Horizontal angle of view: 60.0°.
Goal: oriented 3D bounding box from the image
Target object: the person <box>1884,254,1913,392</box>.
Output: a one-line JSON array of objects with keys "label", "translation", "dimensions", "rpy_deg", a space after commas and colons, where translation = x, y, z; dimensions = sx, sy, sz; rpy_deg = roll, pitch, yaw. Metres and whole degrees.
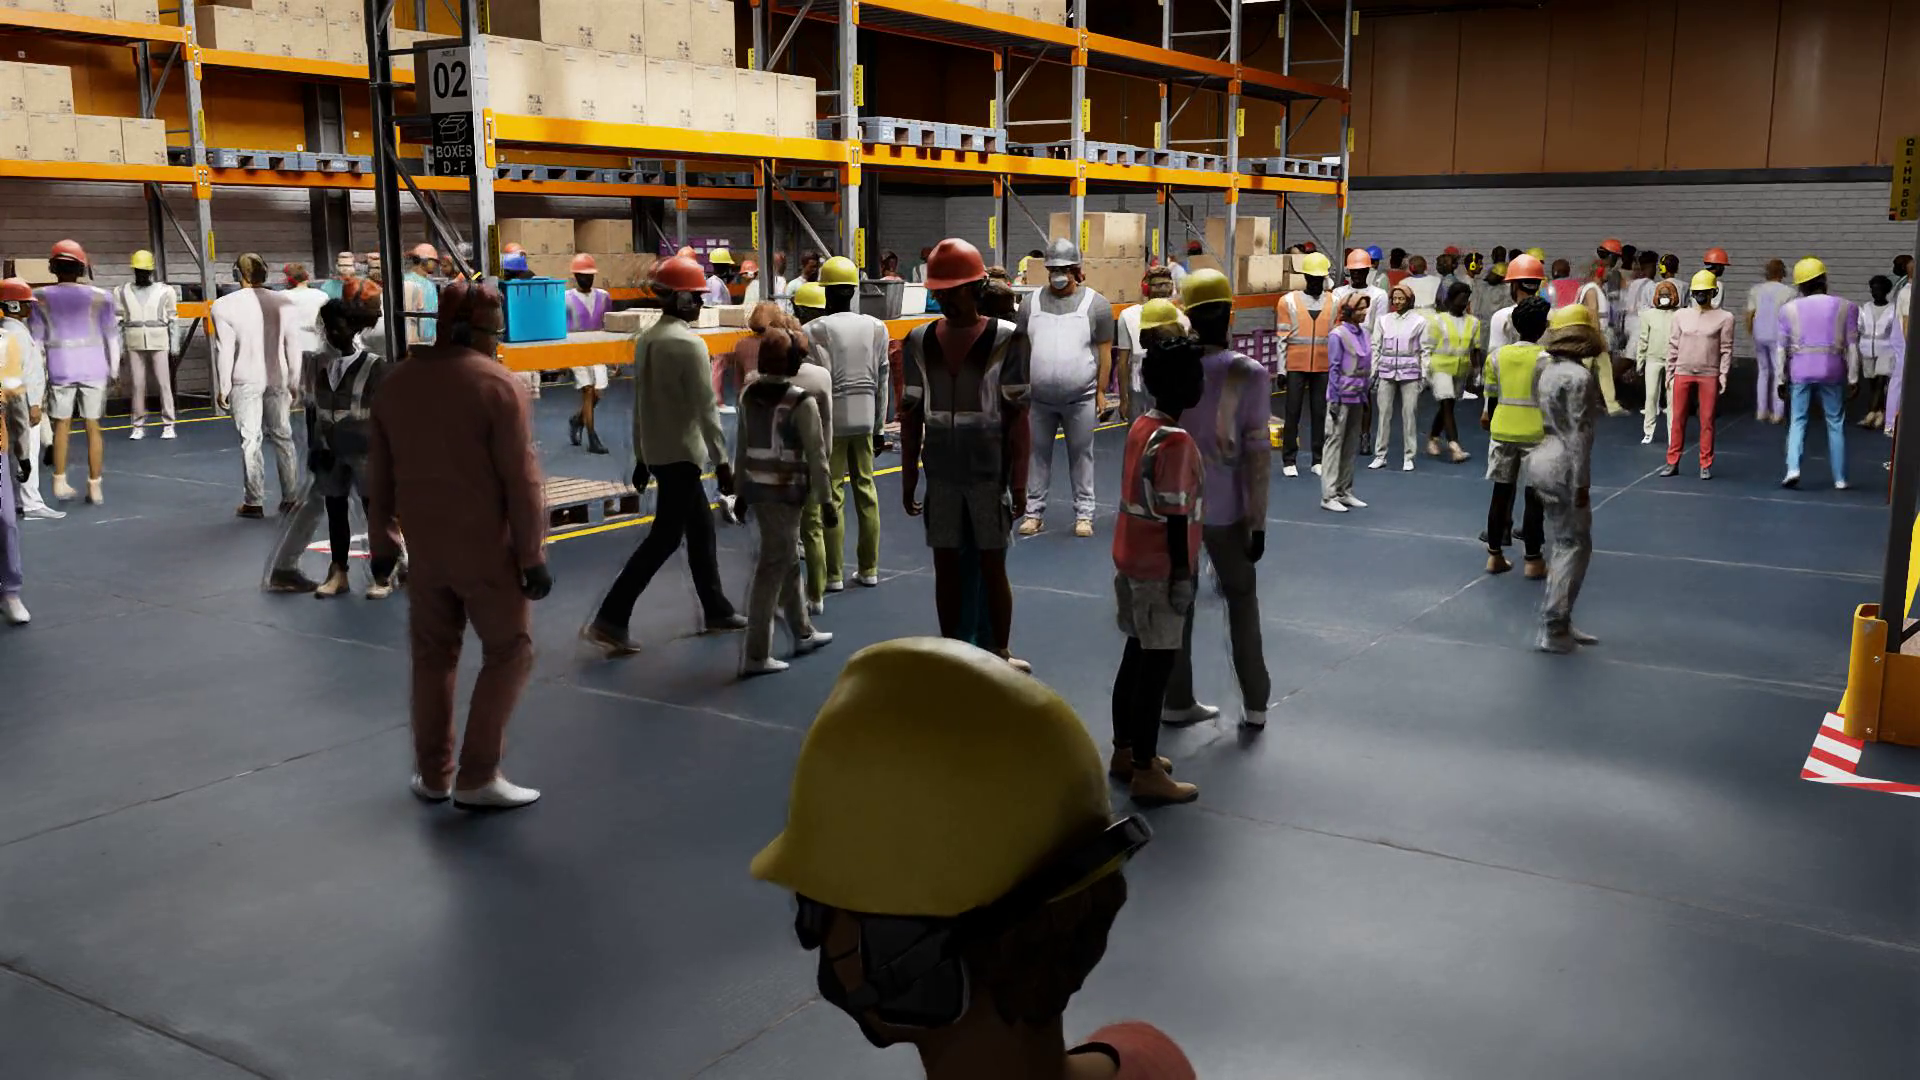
[{"label": "person", "translation": [12.617, -2.902, 22.302], "dimensions": [0.429, 1.830, 0.639], "rpy_deg": [4, 11, 19]}]

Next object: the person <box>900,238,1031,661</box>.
[{"label": "person", "translation": [0.007, -0.295, 7.316], "dimensions": [0.612, 2.029, 0.407], "rpy_deg": [4, 11, 21]}]

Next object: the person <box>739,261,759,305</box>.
[{"label": "person", "translation": [-2.887, -3.009, 23.145], "dimensions": [0.365, 1.738, 0.569], "rpy_deg": [-2, 10, -11]}]

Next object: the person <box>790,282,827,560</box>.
[{"label": "person", "translation": [-0.959, -0.754, 10.601], "dimensions": [0.339, 1.761, 0.524], "rpy_deg": [3, 11, 17]}]

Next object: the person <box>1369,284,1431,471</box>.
[{"label": "person", "translation": [3.867, -1.425, 14.639], "dimensions": [0.520, 1.639, 0.312], "rpy_deg": [6, 12, 29]}]

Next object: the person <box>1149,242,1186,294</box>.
[{"label": "person", "translation": [3.161, -3.706, 26.167], "dimensions": [0.785, 2.000, 0.711], "rpy_deg": [-10, 14, -43]}]

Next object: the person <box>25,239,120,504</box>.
[{"label": "person", "translation": [-6.787, -1.284, 12.784], "dimensions": [0.630, 2.023, 0.534], "rpy_deg": [-4, 11, -23]}]

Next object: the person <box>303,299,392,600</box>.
[{"label": "person", "translation": [-3.451, -0.507, 9.394], "dimensions": [0.538, 1.697, 0.317], "rpy_deg": [2, 10, 9]}]

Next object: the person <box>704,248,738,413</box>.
[{"label": "person", "translation": [-2.808, -2.449, 19.514], "dimensions": [0.367, 1.926, 0.594], "rpy_deg": [-2, 10, -12]}]

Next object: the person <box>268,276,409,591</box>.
[{"label": "person", "translation": [-3.550, -0.599, 9.580], "dimensions": [0.996, 1.827, 0.613], "rpy_deg": [-4, 11, -19]}]

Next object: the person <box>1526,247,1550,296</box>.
[{"label": "person", "translation": [7.451, -2.827, 21.608], "dimensions": [0.382, 1.924, 0.594], "rpy_deg": [1, 10, 4]}]

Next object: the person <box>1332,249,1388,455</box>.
[{"label": "person", "translation": [3.731, -1.761, 15.672], "dimensions": [0.548, 1.937, 0.358], "rpy_deg": [3, 11, 18]}]

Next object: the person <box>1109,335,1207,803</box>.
[{"label": "person", "translation": [0.725, 0.102, 6.049], "dimensions": [0.322, 1.690, 0.532], "rpy_deg": [-2, 10, -9]}]

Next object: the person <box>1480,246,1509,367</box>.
[{"label": "person", "translation": [8.582, -3.707, 26.487], "dimensions": [0.625, 1.933, 0.374], "rpy_deg": [-7, 13, -36]}]

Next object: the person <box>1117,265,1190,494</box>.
[{"label": "person", "translation": [1.366, -1.018, 11.809], "dimensions": [0.563, 1.847, 0.388], "rpy_deg": [-4, 11, -22]}]

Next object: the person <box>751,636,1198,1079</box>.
[{"label": "person", "translation": [0.007, 0.937, 1.227], "dimensions": [0.340, 1.760, 0.527], "rpy_deg": [6, 12, 30]}]

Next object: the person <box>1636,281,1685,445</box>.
[{"label": "person", "translation": [6.965, -1.749, 16.482], "dimensions": [0.503, 1.622, 0.299], "rpy_deg": [4, 11, 23]}]

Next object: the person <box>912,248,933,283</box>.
[{"label": "person", "translation": [-0.566, -4.297, 29.881], "dimensions": [0.576, 1.881, 0.352], "rpy_deg": [1, 10, 3]}]

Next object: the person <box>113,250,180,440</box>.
[{"label": "person", "translation": [-8.251, -1.959, 16.887], "dimensions": [0.617, 1.915, 0.411], "rpy_deg": [-3, 11, -16]}]

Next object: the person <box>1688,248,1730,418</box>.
[{"label": "person", "translation": [8.541, -2.354, 18.994], "dimensions": [0.390, 1.929, 0.545], "rpy_deg": [-1, 10, -8]}]

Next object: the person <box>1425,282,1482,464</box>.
[{"label": "person", "translation": [4.515, -1.539, 15.254], "dimensions": [0.537, 1.636, 0.912], "rpy_deg": [-3, 11, -14]}]

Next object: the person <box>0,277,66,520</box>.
[{"label": "person", "translation": [-6.812, -1.025, 12.106], "dimensions": [0.328, 1.752, 0.563], "rpy_deg": [-10, 14, -44]}]

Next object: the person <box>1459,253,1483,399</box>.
[{"label": "person", "translation": [6.503, -2.739, 21.313], "dimensions": [0.326, 1.862, 0.508], "rpy_deg": [2, 10, 12]}]

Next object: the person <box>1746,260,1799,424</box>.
[{"label": "person", "translation": [9.006, -2.196, 18.480], "dimensions": [0.497, 1.803, 0.547], "rpy_deg": [-10, 14, -43]}]

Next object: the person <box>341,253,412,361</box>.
[{"label": "person", "translation": [-5.704, -1.855, 16.327], "dimensions": [0.655, 1.895, 0.396], "rpy_deg": [-5, 11, -25]}]

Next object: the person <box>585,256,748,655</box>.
[{"label": "person", "translation": [-1.448, -0.418, 8.217], "dimensions": [0.992, 1.950, 0.640], "rpy_deg": [-7, 12, -34]}]

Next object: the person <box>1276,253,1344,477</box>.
[{"label": "person", "translation": [2.990, -1.485, 14.215], "dimensions": [0.588, 1.917, 0.395], "rpy_deg": [0, 10, 0]}]

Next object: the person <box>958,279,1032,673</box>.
[{"label": "person", "translation": [0.126, -0.255, 7.585], "dimensions": [0.345, 1.846, 0.508], "rpy_deg": [6, 12, 30]}]

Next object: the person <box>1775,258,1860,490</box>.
[{"label": "person", "translation": [6.944, -1.334, 13.489], "dimensions": [0.649, 1.882, 0.509], "rpy_deg": [6, 12, 28]}]

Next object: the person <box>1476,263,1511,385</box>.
[{"label": "person", "translation": [7.483, -3.037, 23.365], "dimensions": [0.502, 1.705, 0.540], "rpy_deg": [8, 13, 38]}]

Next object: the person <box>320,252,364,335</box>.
[{"label": "person", "translation": [-6.605, -2.172, 18.079], "dimensions": [0.665, 1.897, 0.398], "rpy_deg": [-3, 11, -16]}]

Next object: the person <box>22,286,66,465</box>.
[{"label": "person", "translation": [-8.125, -1.455, 14.864], "dimensions": [0.539, 1.618, 0.489], "rpy_deg": [-6, 12, -32]}]

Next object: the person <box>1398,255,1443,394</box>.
[{"label": "person", "translation": [6.065, -2.837, 21.957], "dimensions": [0.606, 1.816, 0.487], "rpy_deg": [1, 10, 4]}]

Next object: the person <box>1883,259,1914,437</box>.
[{"label": "person", "translation": [9.754, -1.974, 17.114], "dimensions": [0.344, 1.845, 0.505], "rpy_deg": [5, 11, 26]}]

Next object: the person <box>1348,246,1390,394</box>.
[{"label": "person", "translation": [5.405, -2.908, 22.001], "dimensions": [0.406, 1.946, 0.608], "rpy_deg": [-10, 14, -43]}]
